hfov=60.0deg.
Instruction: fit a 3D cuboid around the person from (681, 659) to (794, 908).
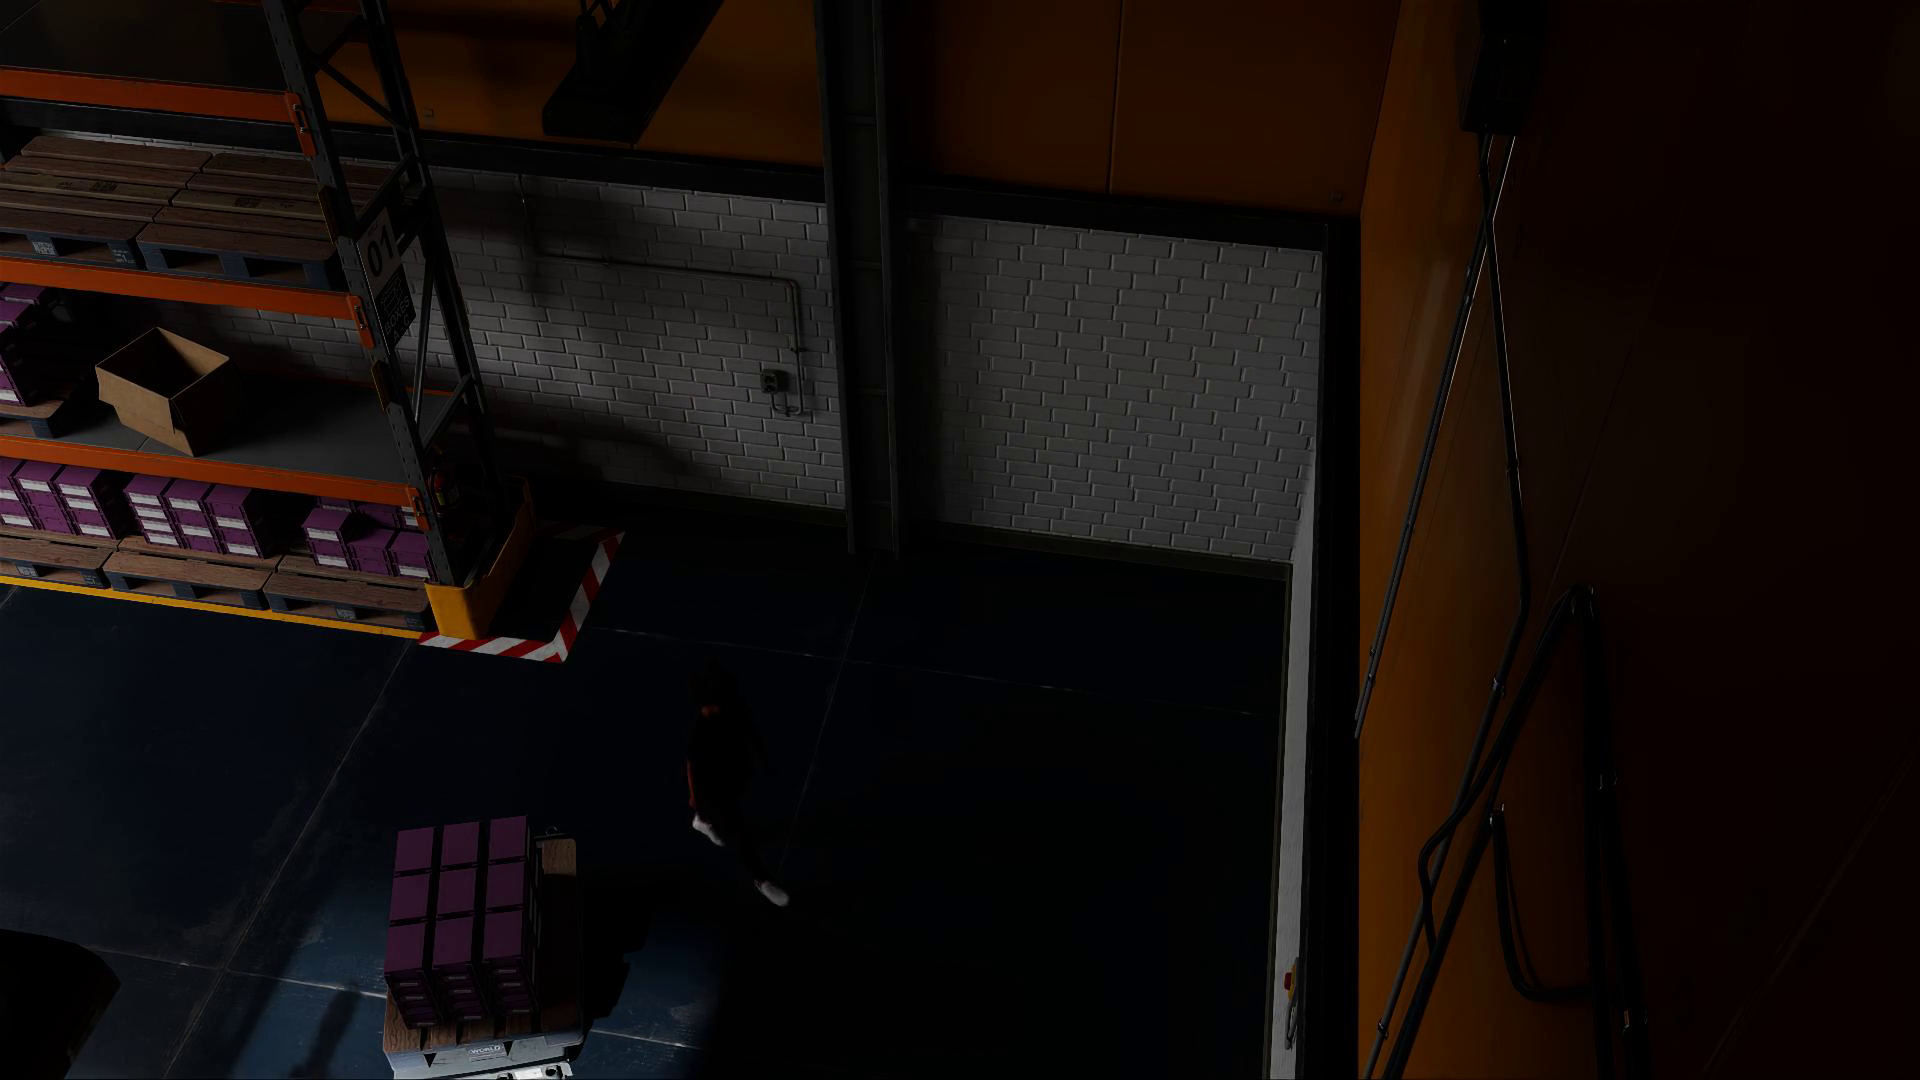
[{"bbox_3d":[-1.416,1.322,9.631,1.209,1.742,0.974,27,50,26],"label":"person"}]
